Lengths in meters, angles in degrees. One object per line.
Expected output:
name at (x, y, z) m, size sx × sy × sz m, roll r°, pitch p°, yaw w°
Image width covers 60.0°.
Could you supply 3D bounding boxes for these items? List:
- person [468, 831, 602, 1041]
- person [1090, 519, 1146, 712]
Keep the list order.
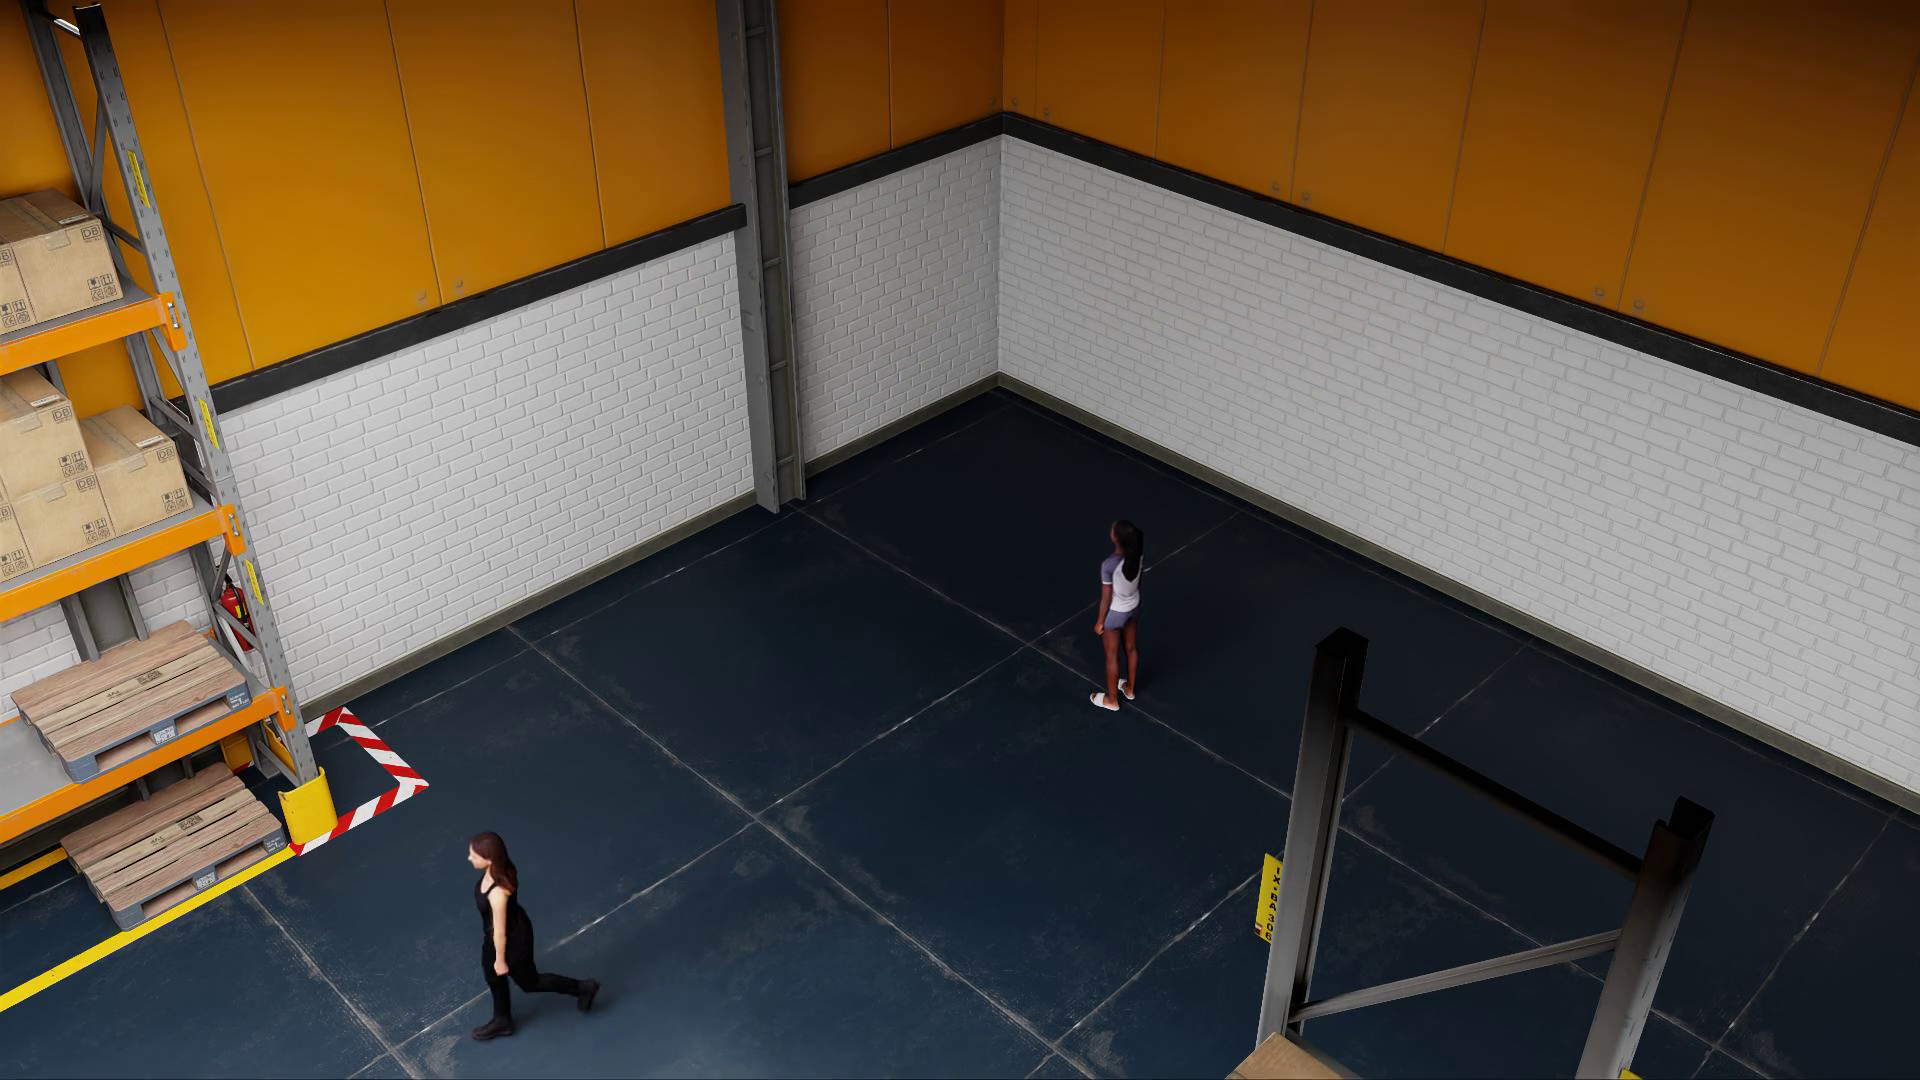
person at (-2.711, 2.457, 10.285) m, size 1.145 × 1.667 × 0.872 m, roll -12°, pitch 35°, yaw -17°
person at (1.253, 0.576, 13.066) m, size 0.478 × 1.721 × 0.671 m, roll -26°, pitch 42°, yaw -34°
